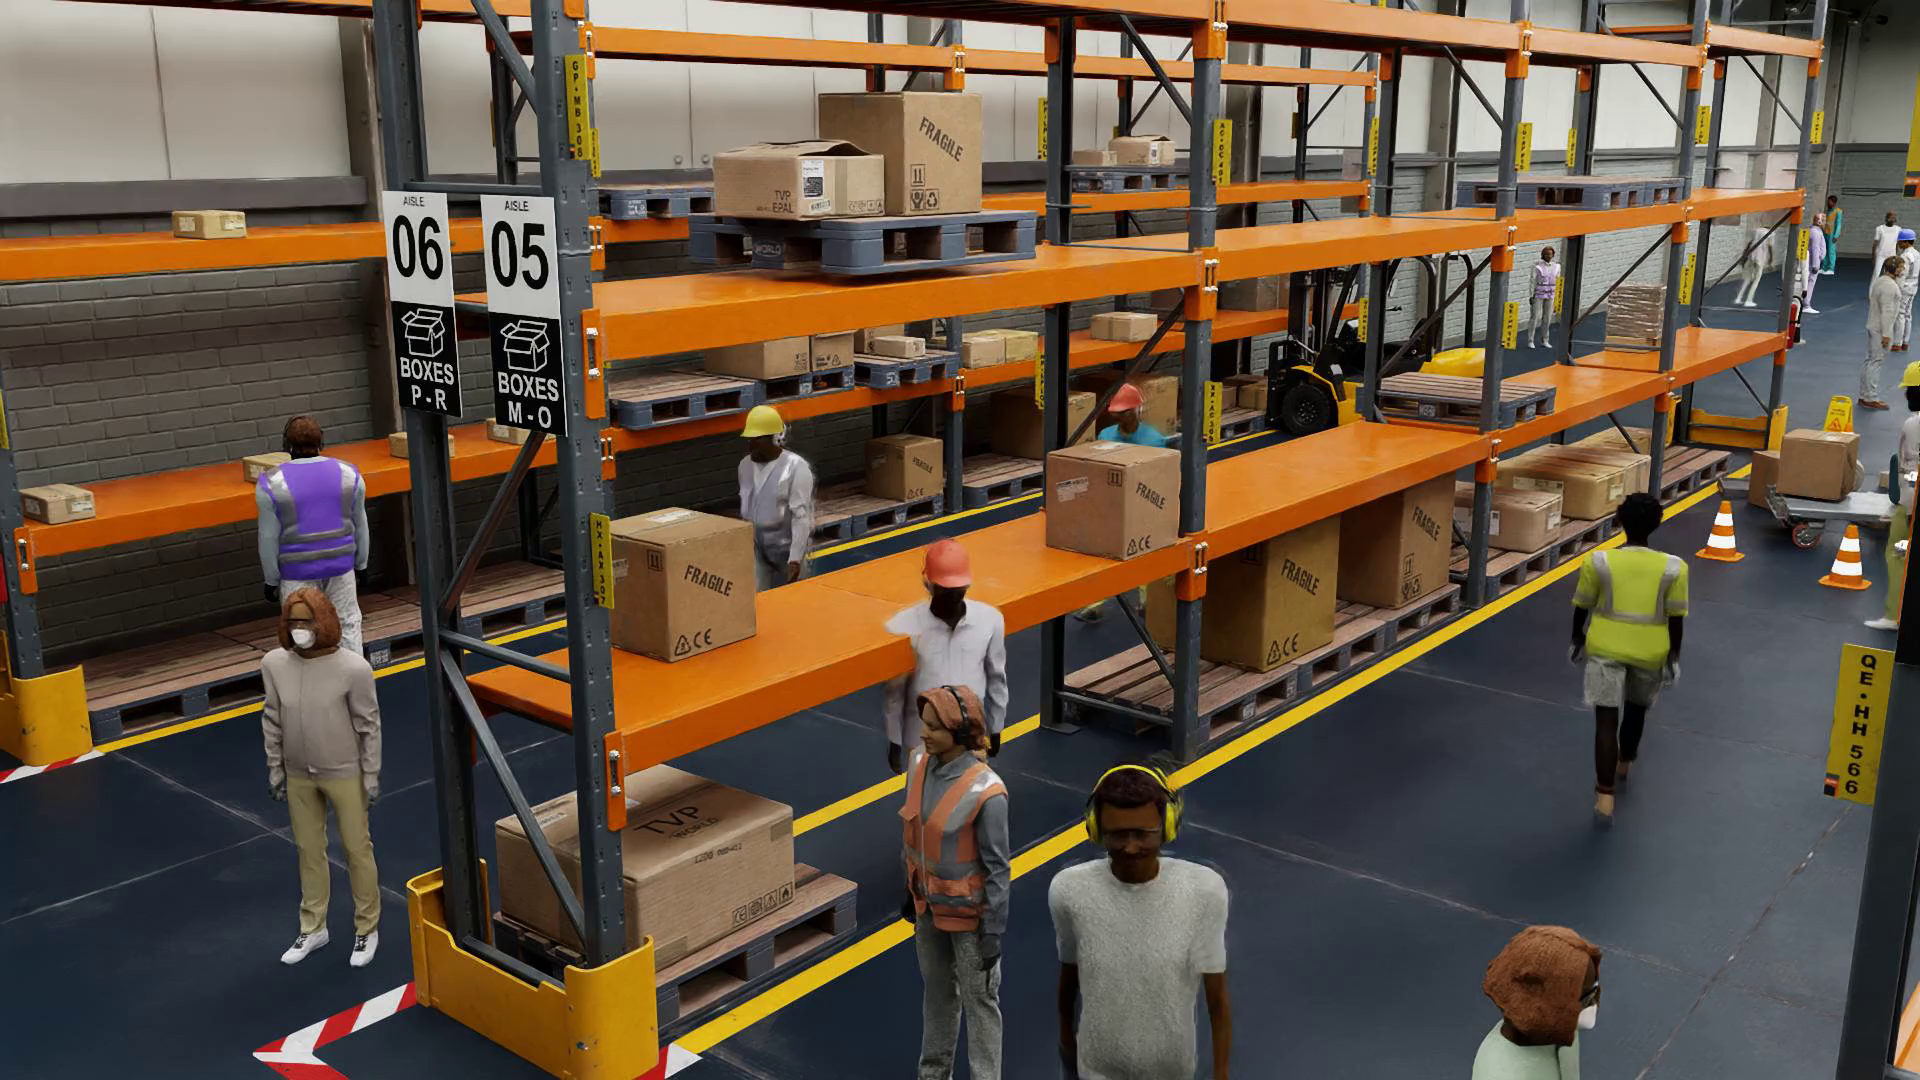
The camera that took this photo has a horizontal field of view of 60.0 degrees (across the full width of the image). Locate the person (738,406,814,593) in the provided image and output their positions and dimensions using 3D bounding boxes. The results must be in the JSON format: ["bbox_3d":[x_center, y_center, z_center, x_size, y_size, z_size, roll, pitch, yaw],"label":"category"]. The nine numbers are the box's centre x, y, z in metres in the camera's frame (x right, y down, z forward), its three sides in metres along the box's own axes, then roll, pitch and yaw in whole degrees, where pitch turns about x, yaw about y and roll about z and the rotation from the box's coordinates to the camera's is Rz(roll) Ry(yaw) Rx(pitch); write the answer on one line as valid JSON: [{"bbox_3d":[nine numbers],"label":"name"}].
[{"bbox_3d":[-1.165,0.043,10.430,0.598,1.788,0.930,8,16,30],"label":"person"}]

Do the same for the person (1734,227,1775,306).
[{"bbox_3d":[15.931,-5.573,33.192,0.455,1.826,0.569,-9,16,-32],"label":"person"}]

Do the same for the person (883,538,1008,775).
[{"bbox_3d":[-0.077,0.807,7.415,0.573,1.735,0.573,-4,14,-15],"label":"person"}]

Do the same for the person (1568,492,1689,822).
[{"bbox_3d":[3.427,0.562,8.585,0.545,1.636,0.917,4,14,16],"label":"person"}]

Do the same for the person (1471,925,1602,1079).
[{"bbox_3d":[1.357,1.685,4.064,0.277,1.626,0.502,11,18,38],"label":"person"}]

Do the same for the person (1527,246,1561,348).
[{"bbox_3d":[9.411,-3.907,26.805,0.523,1.638,0.311,-2,14,-9],"label":"person"}]

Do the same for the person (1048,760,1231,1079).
[{"bbox_3d":[0.495,1.439,4.648,0.505,1.839,0.914,1,14,3],"label":"person"}]

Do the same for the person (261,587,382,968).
[{"bbox_3d":[-2.638,0.982,6.903,0.501,1.636,0.286,2,14,9],"label":"person"}]

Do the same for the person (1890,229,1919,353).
[{"bbox_3d":[14.918,-3.939,26.325,0.610,1.940,0.415,-13,19,-42],"label":"person"}]

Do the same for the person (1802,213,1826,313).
[{"bbox_3d":[16.456,-5.331,32.068,0.399,1.901,0.642,4,14,15],"label":"person"}]

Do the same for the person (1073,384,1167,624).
[{"bbox_3d":[1.148,-0.233,11.701,0.566,1.710,0.870,9,16,31],"label":"person"}]

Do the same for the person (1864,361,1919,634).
[{"bbox_3d":[6.663,-0.290,11.552,0.597,1.902,0.486,-7,15,-27],"label":"person"}]

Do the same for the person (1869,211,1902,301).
[{"bbox_3d":[19.083,-5.852,34.301,0.515,1.843,0.326,2,14,10],"label":"person"}]

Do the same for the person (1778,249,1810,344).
[{"bbox_3d":[13.736,-4.164,27.348,0.355,1.883,0.575,-2,14,-10],"label":"person"}]

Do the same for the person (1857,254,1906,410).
[{"bbox_3d":[11.611,-2.621,20.948,0.356,1.938,0.633,5,15,19],"label":"person"}]

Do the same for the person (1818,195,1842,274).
[{"bbox_3d":[21.341,-7.477,40.769,0.370,1.915,0.597,-1,14,-6],"label":"person"}]

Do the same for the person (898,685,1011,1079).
[{"bbox_3d":[-0.021,1.274,5.706,0.314,1.642,0.515,-10,17,-37],"label":"person"}]

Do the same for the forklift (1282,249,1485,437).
[{"bbox_3d":[4.886,-2.214,18.767,2.313,2.155,1.214,11,18,38],"label":"forklift"}]

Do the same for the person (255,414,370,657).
[{"bbox_3d":[-3.781,0.176,9.762,0.633,1.843,0.429,-11,17,-37],"label":"person"}]
